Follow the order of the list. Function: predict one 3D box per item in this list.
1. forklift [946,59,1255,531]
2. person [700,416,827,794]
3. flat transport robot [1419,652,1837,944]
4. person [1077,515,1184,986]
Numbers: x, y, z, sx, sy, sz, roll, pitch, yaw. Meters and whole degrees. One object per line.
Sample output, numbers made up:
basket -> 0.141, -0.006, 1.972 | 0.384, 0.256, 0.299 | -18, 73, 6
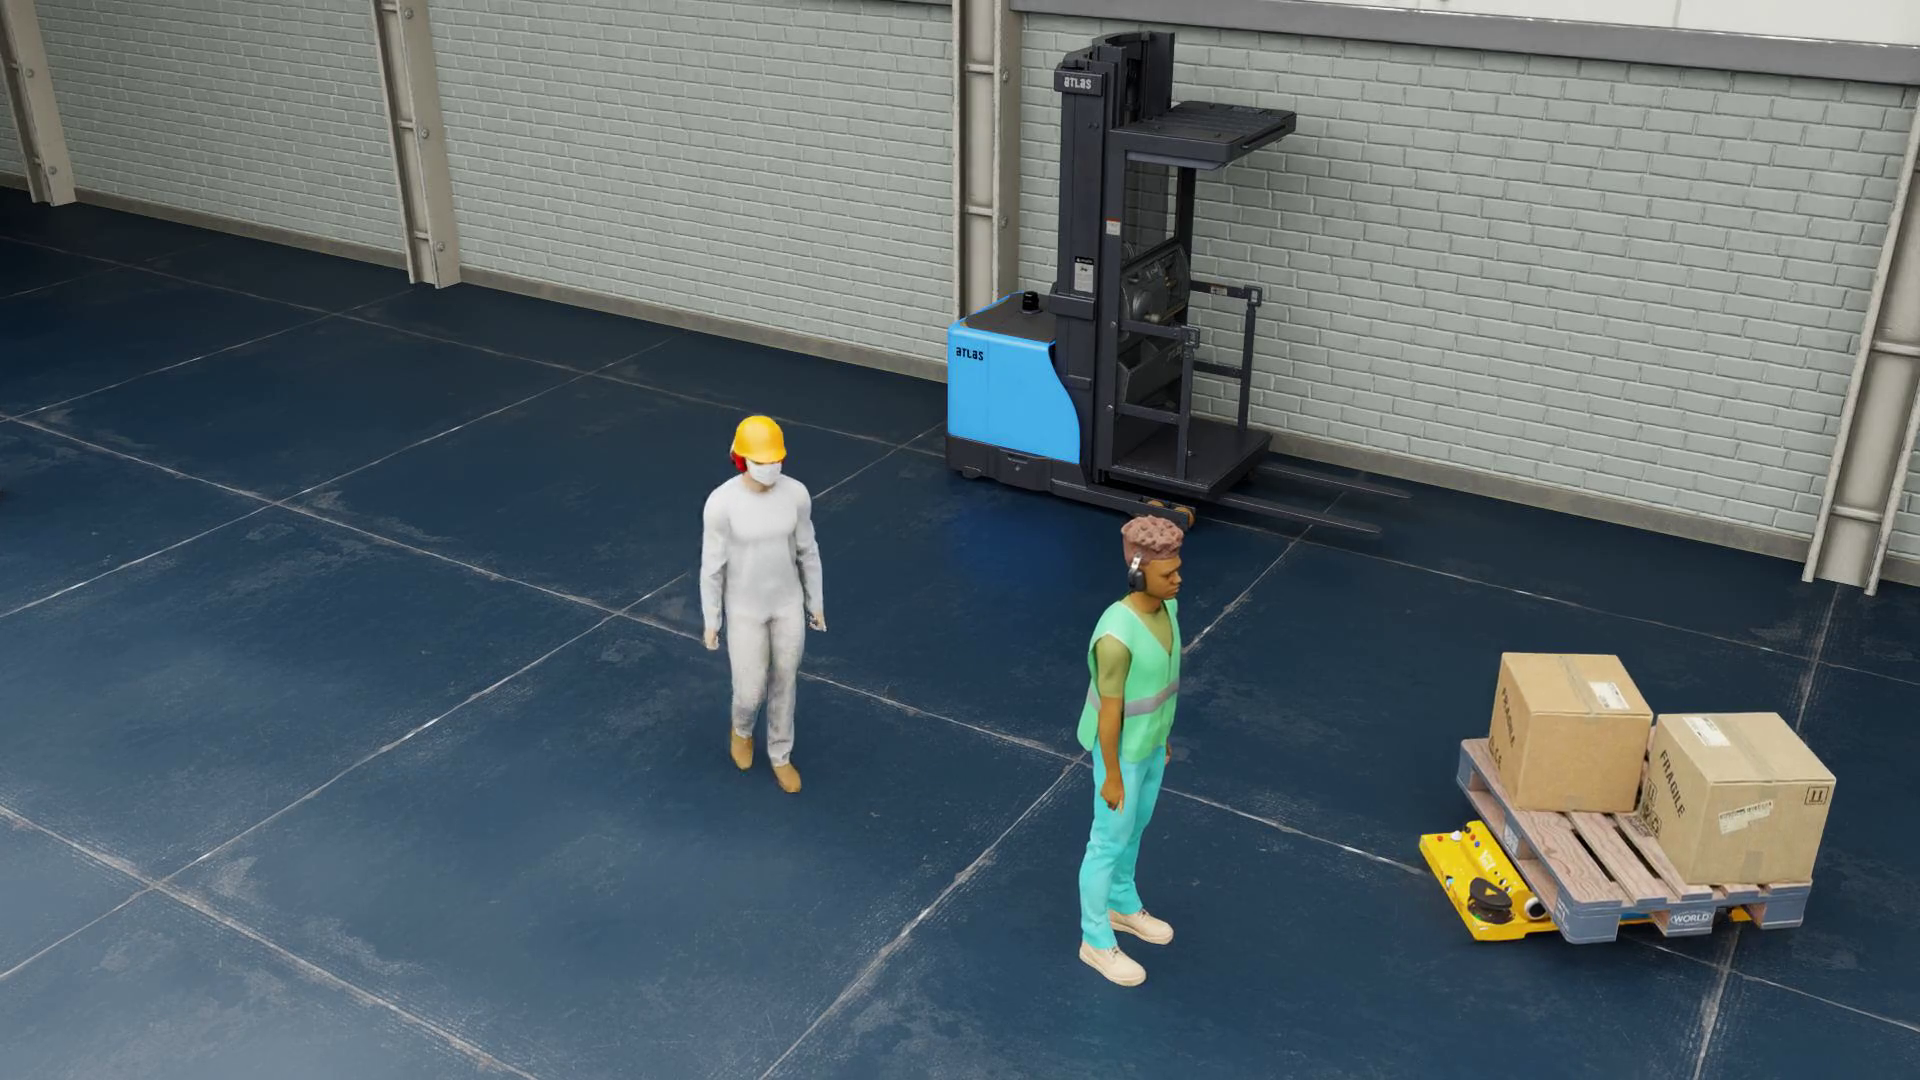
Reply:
forklift -> 0.933, -1.707, 10.833 | 1.873, 2.768, 1.129 | 15, 29, 28
person -> -0.900, 0.316, 7.699 | 0.599, 1.886, 0.424 | -13, 28, -25
flat transport robot -> 2.814, 1.423, 7.249 | 1.431, 0.231, 0.659 | -3, 25, -6
person -> 0.674, 0.808, 6.554 | 0.404, 1.977, 0.484 | 15, 29, 29
